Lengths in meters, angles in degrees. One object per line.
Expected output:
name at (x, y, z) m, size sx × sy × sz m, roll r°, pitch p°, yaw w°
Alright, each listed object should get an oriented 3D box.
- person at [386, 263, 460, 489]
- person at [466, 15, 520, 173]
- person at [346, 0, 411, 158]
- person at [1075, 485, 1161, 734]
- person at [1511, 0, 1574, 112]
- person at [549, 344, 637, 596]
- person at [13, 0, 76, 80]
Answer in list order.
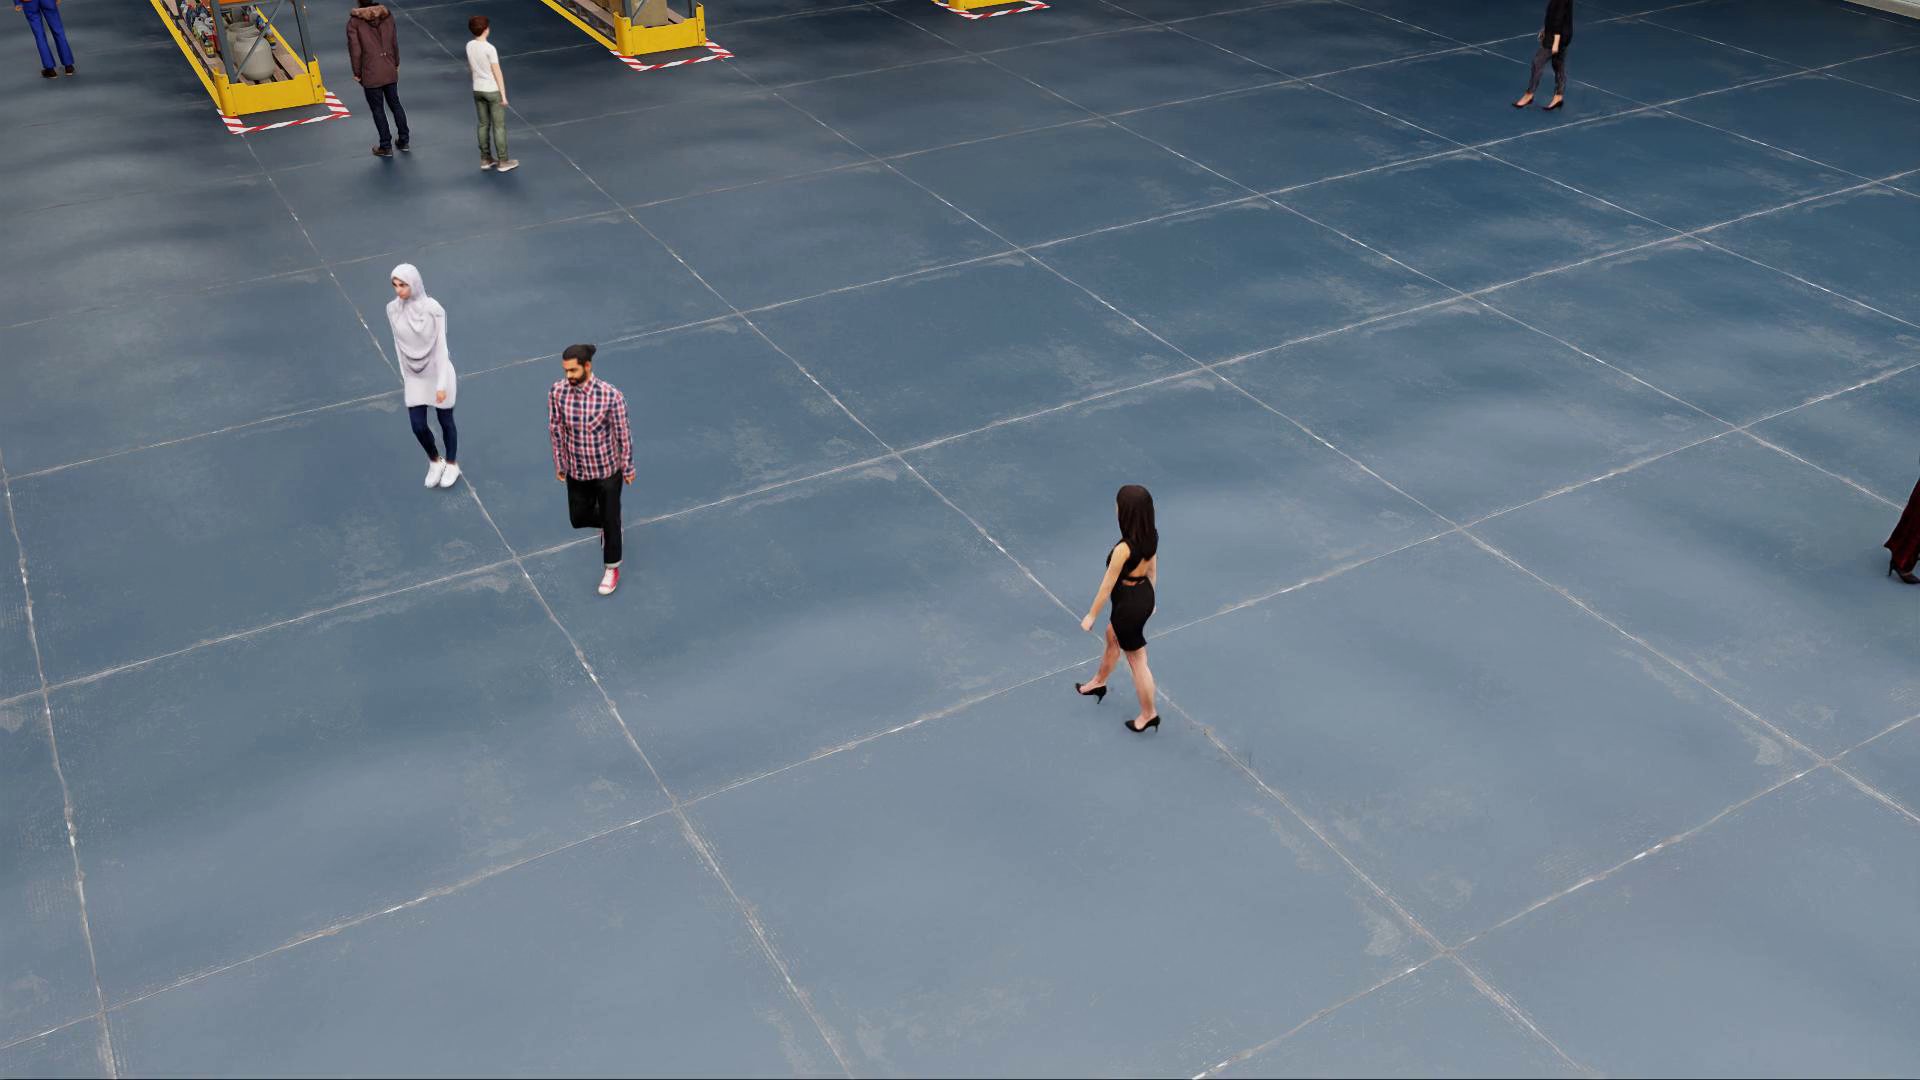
person at (-3.815, -1.216, 12.092) m, size 0.751 × 1.761 × 0.802 m, roll 4°, pitch 33°, yaw 7°
person at (-5.079, -4.807, 17.886) m, size 0.636 × 1.653 × 0.719 m, roll 14°, pitch 35°, yaw 21°
person at (-6.399, -5.166, 18.274) m, size 0.819 × 1.846 × 0.852 m, roll 23°, pitch 39°, yaw 32°
person at (1.058, 0.456, 9.569) m, size 0.953 × 1.626 × 0.803 m, roll 18°, pitch 37°, yaw 27°
person at (7.093, -5.869, 19.527) m, size 0.984 × 1.698 × 0.917 m, roll 10°, pitch 34°, yaw 16°
person at (-2.405, -0.531, 11.023) m, size 0.966 × 1.744 × 1.047 m, roll 3°, pitch 32°, yaw 5°
person at (-11.506, -6.730, 20.737) m, size 0.726 × 1.863 × 0.663 m, roll -24°, pitch 39°, yaw -33°
